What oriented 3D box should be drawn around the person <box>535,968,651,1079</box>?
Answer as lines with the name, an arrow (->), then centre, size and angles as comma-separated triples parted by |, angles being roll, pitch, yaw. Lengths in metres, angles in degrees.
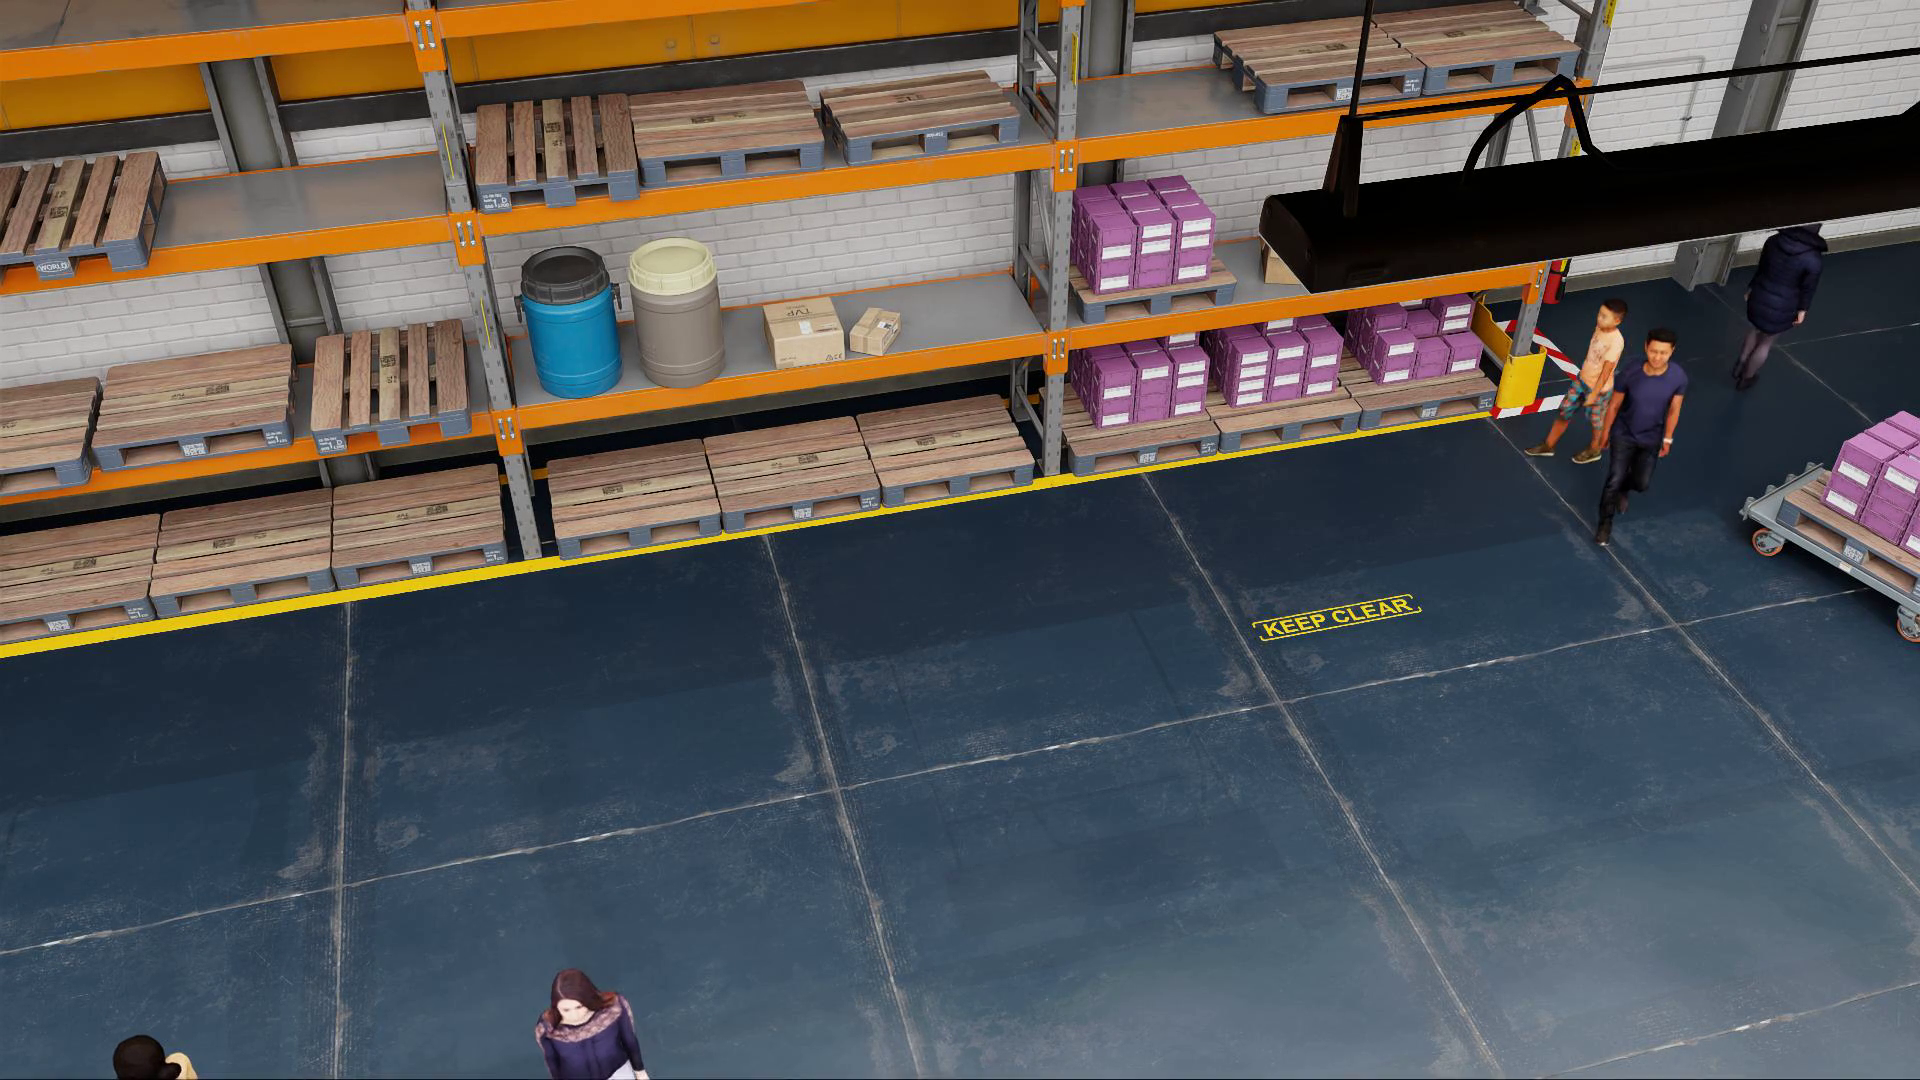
person -> -1.729, 2.544, 7.959 | 1.033, 1.575, 0.766 | -15, 41, -18

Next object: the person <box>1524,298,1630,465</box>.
person -> 4.934, -1.203, 12.758 | 0.812, 1.441, 0.538 | -10, 40, -12

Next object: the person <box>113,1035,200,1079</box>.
person -> -3.538, 2.788, 7.590 | 0.672, 1.653, 0.656 | 8, 39, 10

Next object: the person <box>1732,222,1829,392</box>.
person -> 6.556, -1.919, 13.473 | 0.755, 1.667, 0.755 | -21, 43, -24

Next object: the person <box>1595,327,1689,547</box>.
person -> 4.875, -0.796, 11.978 | 0.910, 1.779, 0.927 | 9, 40, 11
